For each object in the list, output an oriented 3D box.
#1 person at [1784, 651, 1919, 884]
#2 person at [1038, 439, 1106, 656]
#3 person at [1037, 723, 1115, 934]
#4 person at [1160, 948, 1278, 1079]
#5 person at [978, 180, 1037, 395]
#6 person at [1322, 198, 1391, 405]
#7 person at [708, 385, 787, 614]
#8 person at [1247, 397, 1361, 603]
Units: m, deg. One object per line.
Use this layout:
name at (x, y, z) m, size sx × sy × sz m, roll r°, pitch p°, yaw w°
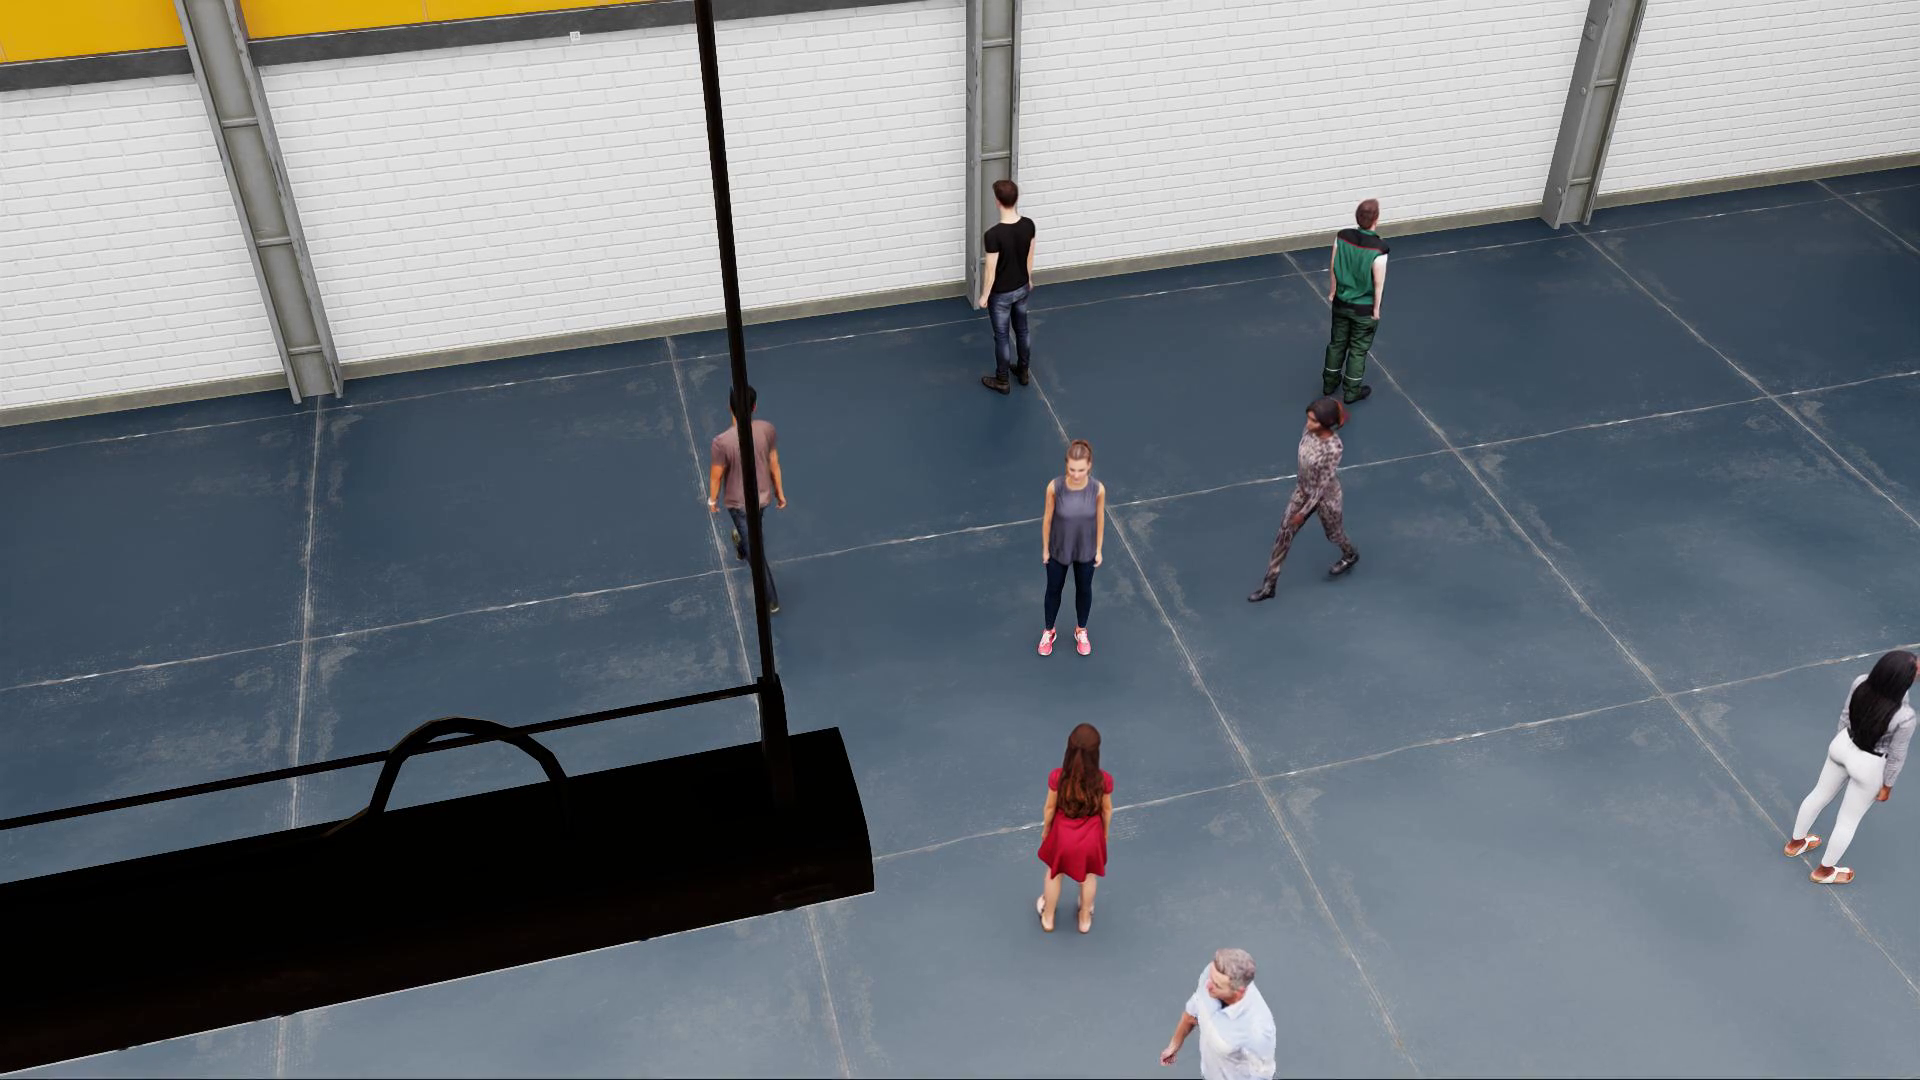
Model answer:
person at (5.226, 1.301, 9.678) m, size 0.537 × 1.725 × 0.599 m, roll -12°, pitch 40°, yaw -15°
person at (0.759, 0.059, 11.234) m, size 0.555 × 1.722 × 0.683 m, roll 1°, pitch 39°, yaw 1°
person at (0.655, 1.649, 9.385) m, size 0.615 × 1.546 × 0.689 m, roll -1°, pitch 39°, yaw -1°
person at (1.383, 2.546, 8.058) m, size 0.875 × 1.801 × 0.682 m, roll -9°, pitch 39°, yaw -11°
person at (0.411, -2.088, 13.787) m, size 0.640 × 1.893 × 0.807 m, roll -23°, pitch 44°, yaw -27°
person at (3.263, -1.974, 13.683) m, size 0.747 × 1.843 × 0.775 m, roll 29°, pitch 47°, yaw 31°
person at (-1.424, -0.231, 11.589) m, size 1.099 × 1.734 × 0.933 m, roll -21°, pitch 43°, yaw -24°
person at (2.599, -0.296, 11.723) m, size 1.271 × 1.667 × 0.803 m, roll -19°, pitch 42°, yaw -22°
